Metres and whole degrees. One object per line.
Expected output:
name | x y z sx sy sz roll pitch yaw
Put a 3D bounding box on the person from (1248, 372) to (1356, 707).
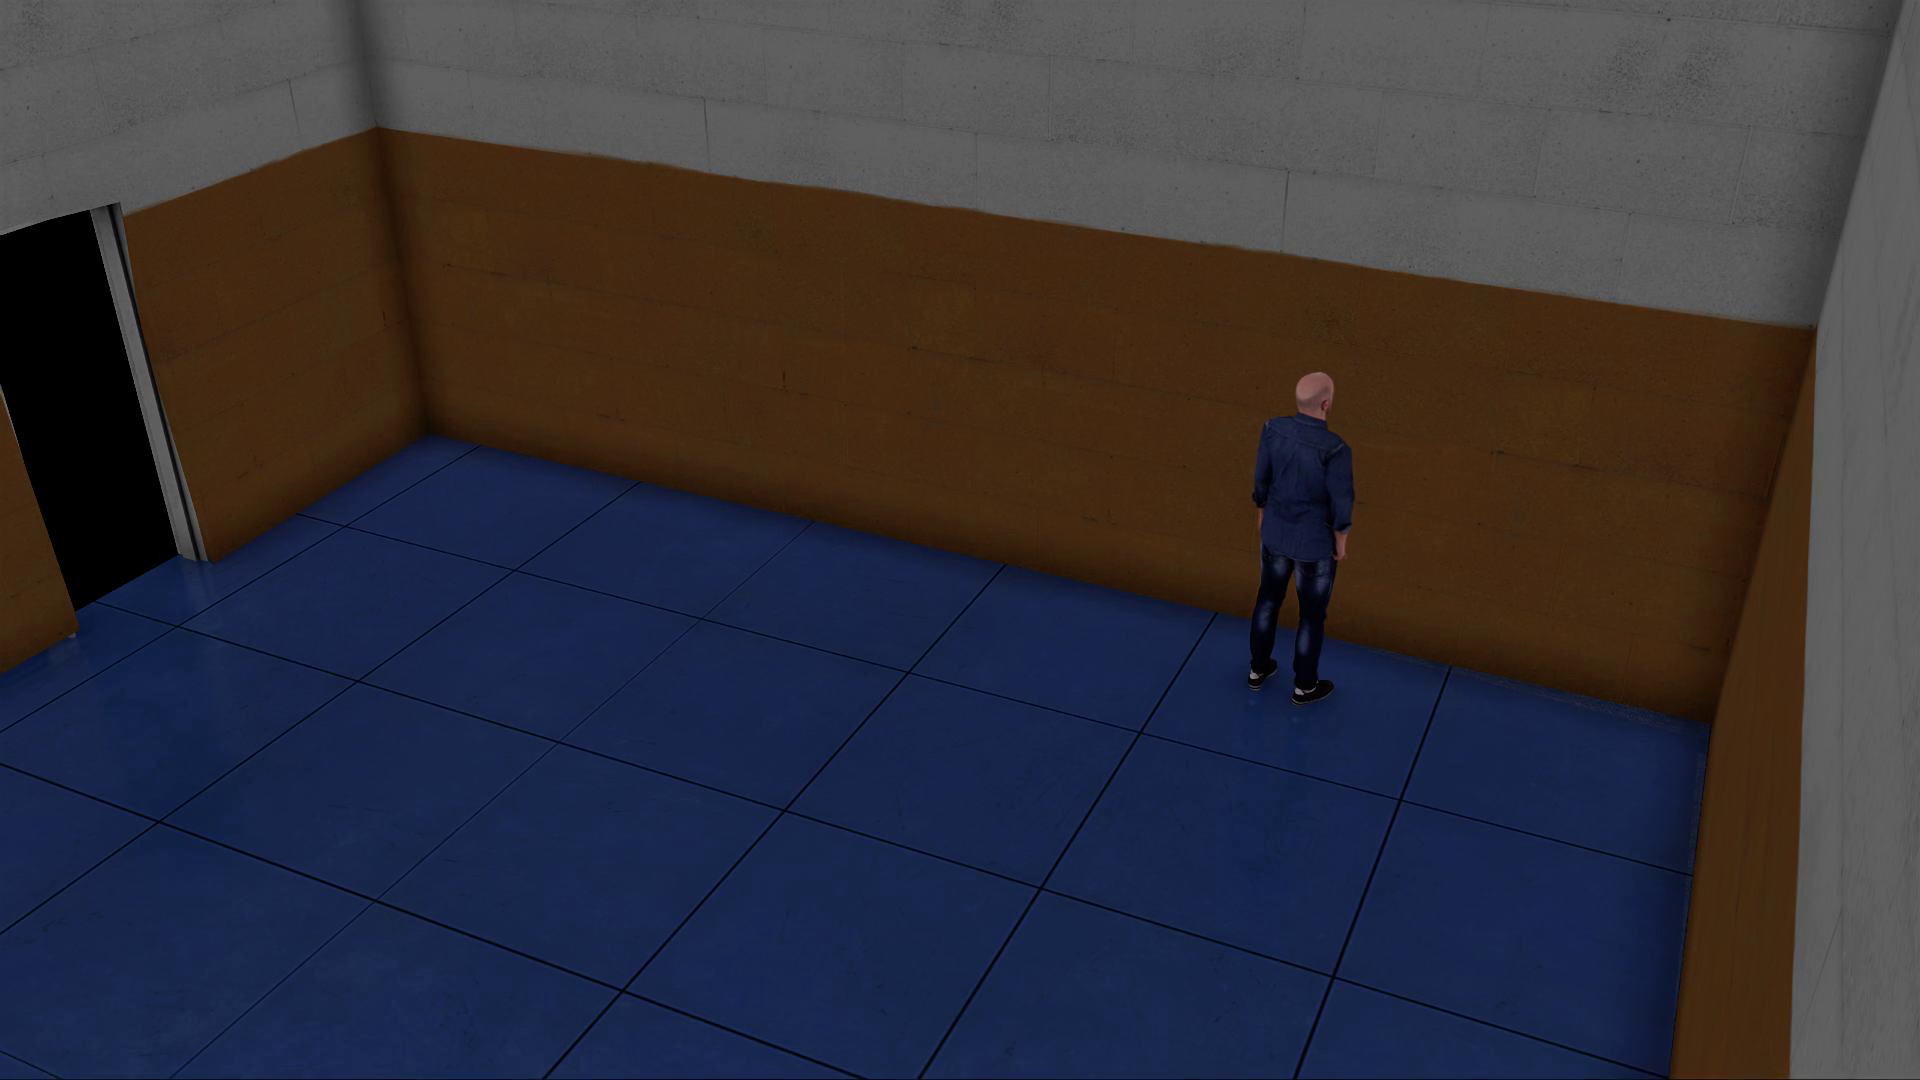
person | 1.735 -0.005 8.485 0.629 1.826 0.836 22 36 35
